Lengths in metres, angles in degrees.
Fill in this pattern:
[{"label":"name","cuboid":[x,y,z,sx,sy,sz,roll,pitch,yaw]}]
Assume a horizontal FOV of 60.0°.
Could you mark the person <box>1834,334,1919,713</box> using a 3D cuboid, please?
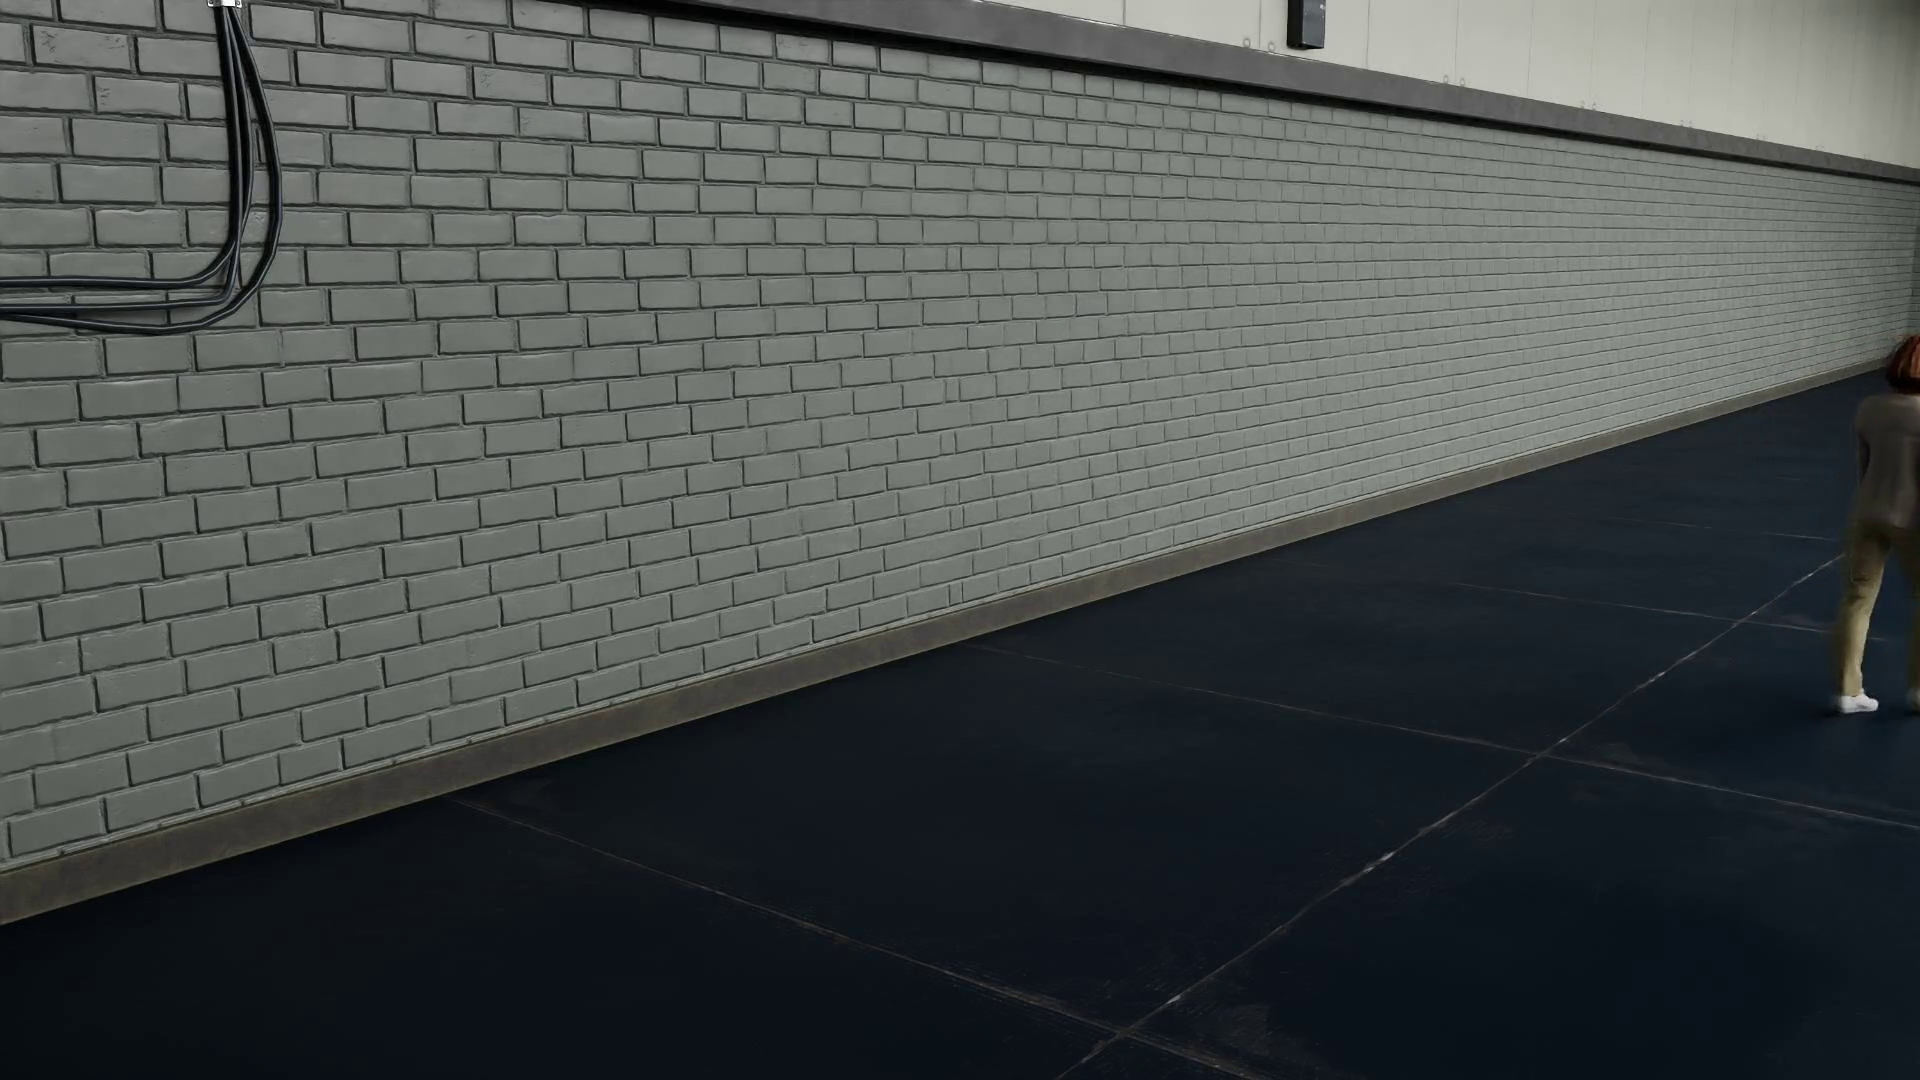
[{"label":"person","cuboid":[4.027,-0.064,7.048,0.681,1.607,0.507,-5,11,-24]}]
